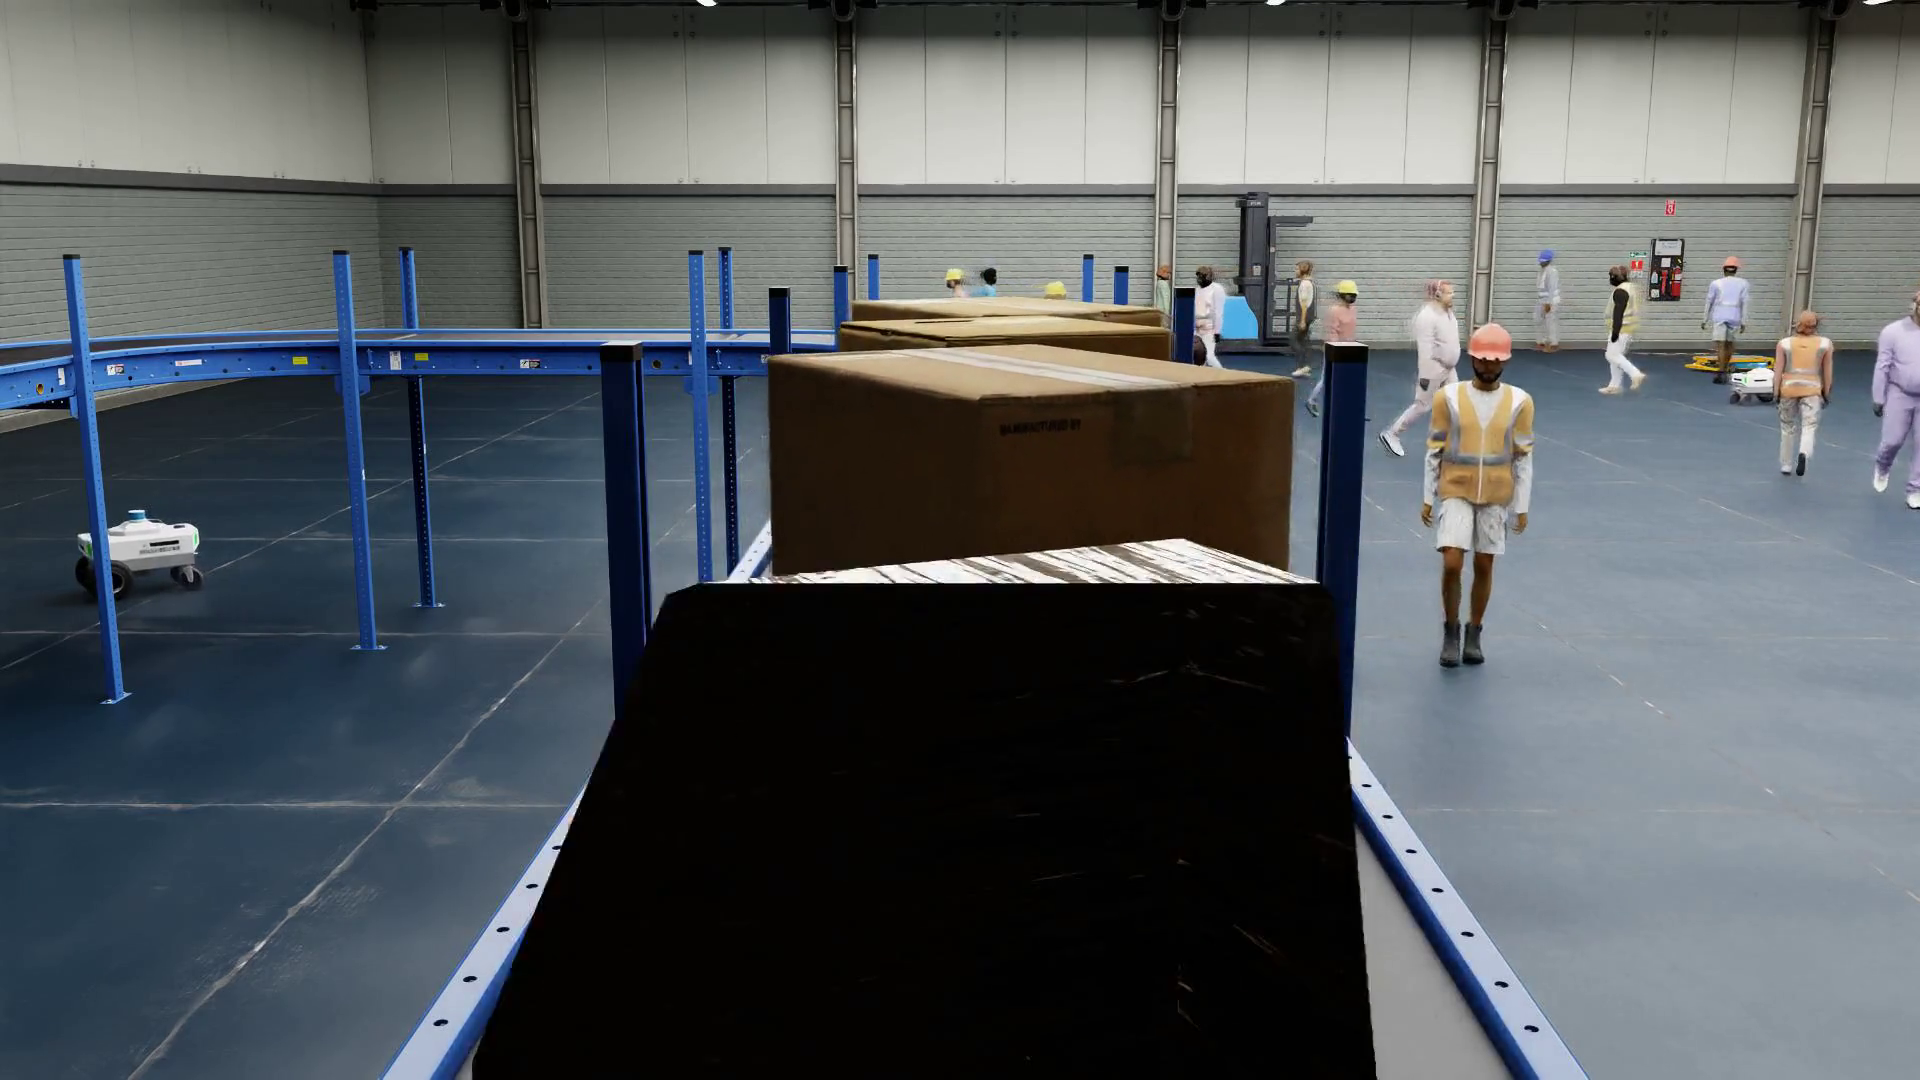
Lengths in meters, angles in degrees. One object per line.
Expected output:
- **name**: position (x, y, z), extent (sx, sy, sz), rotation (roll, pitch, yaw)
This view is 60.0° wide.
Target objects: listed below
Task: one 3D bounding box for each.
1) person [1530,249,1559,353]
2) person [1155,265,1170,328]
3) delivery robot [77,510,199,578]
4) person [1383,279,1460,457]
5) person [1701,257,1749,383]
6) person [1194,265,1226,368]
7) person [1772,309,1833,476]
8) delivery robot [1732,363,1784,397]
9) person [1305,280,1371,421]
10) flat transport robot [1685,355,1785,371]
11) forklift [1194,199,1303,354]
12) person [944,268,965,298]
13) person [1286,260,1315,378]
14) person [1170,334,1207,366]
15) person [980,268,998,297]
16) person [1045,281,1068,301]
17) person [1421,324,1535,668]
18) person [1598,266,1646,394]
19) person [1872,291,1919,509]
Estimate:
- **person**: position (10.875, -4.418, 30.779), extent (0.617, 1.900, 0.627), rotation (-2, 11, -10)
- **person**: position (3.652, -4.119, 29.948), extent (0.289, 1.632, 0.497), rotation (-2, 11, -10)
- **delivery robot**: position (-5.532, 0.040, 11.219), extent (0.707, 0.478, 0.477), rotation (-8, 14, -36)
- **person**: position (4.885, -1.769, 17.250), extent (0.890, 1.878, 0.650), rotation (10, 15, 41)
- **person**: position (11.633, -3.349, 25.332), extent (0.579, 1.874, 0.967), rotation (2, 11, 12)
- **person**: position (3.495, -2.959, 23.490), extent (0.536, 1.823, 0.639), rotation (-8, 13, -34)
- **person**: position (8.113, -1.409, 16.050), extent (0.521, 1.619, 0.682), rotation (6, 12, 27)
- **delivery robot**: position (10.796, -2.138, 22.410), extent (0.707, 0.478, 0.477), rotation (-1, 11, -8)
- **person**: position (4.724, -2.379, 20.749), extent (0.522, 1.728, 0.868), rotation (-8, 13, -34)
- **flat transport robot**: position (12.753, -2.914, 27.370), extent (1.431, 0.197, 0.652), rotation (-3, 12, -17)
- **forklift**: position (5.313, -4.851, 30.603), extent (1.873, 2.768, 1.129), rotation (0, 11, 1)
- **person**: position (-0.078, -3.072, 24.251), extent (0.434, 1.748, 0.540), rotation (-2, 11, -12)
- **person**: position (5.313, -3.435, 25.926), extent (0.425, 1.826, 0.536), rotation (4, 12, 18)
- **person**: position (1.241, -0.222, 9.310), extent (0.329, 1.872, 0.508), rotation (1, 11, 4)
- **person**: position (0.444, -3.699, 27.730), extent (0.857, 1.657, 0.541), rotation (-4, 12, -19)
- **person**: position (1.110, -2.244, 20.038), extent (0.478, 1.727, 0.502), rotation (-8, 13, -34)
- **person**: position (2.877, -0.231, 9.223), extent (0.572, 1.914, 0.653), rotation (2, 11, 10)
- **person**: position (9.374, -2.951, 23.458), extent (0.572, 1.820, 0.651), rotation (6, 13, 28)
- **person**: position (8.329, -1.250, 14.535), extent (0.648, 1.894, 0.620), rotation (4, 12, 19)
